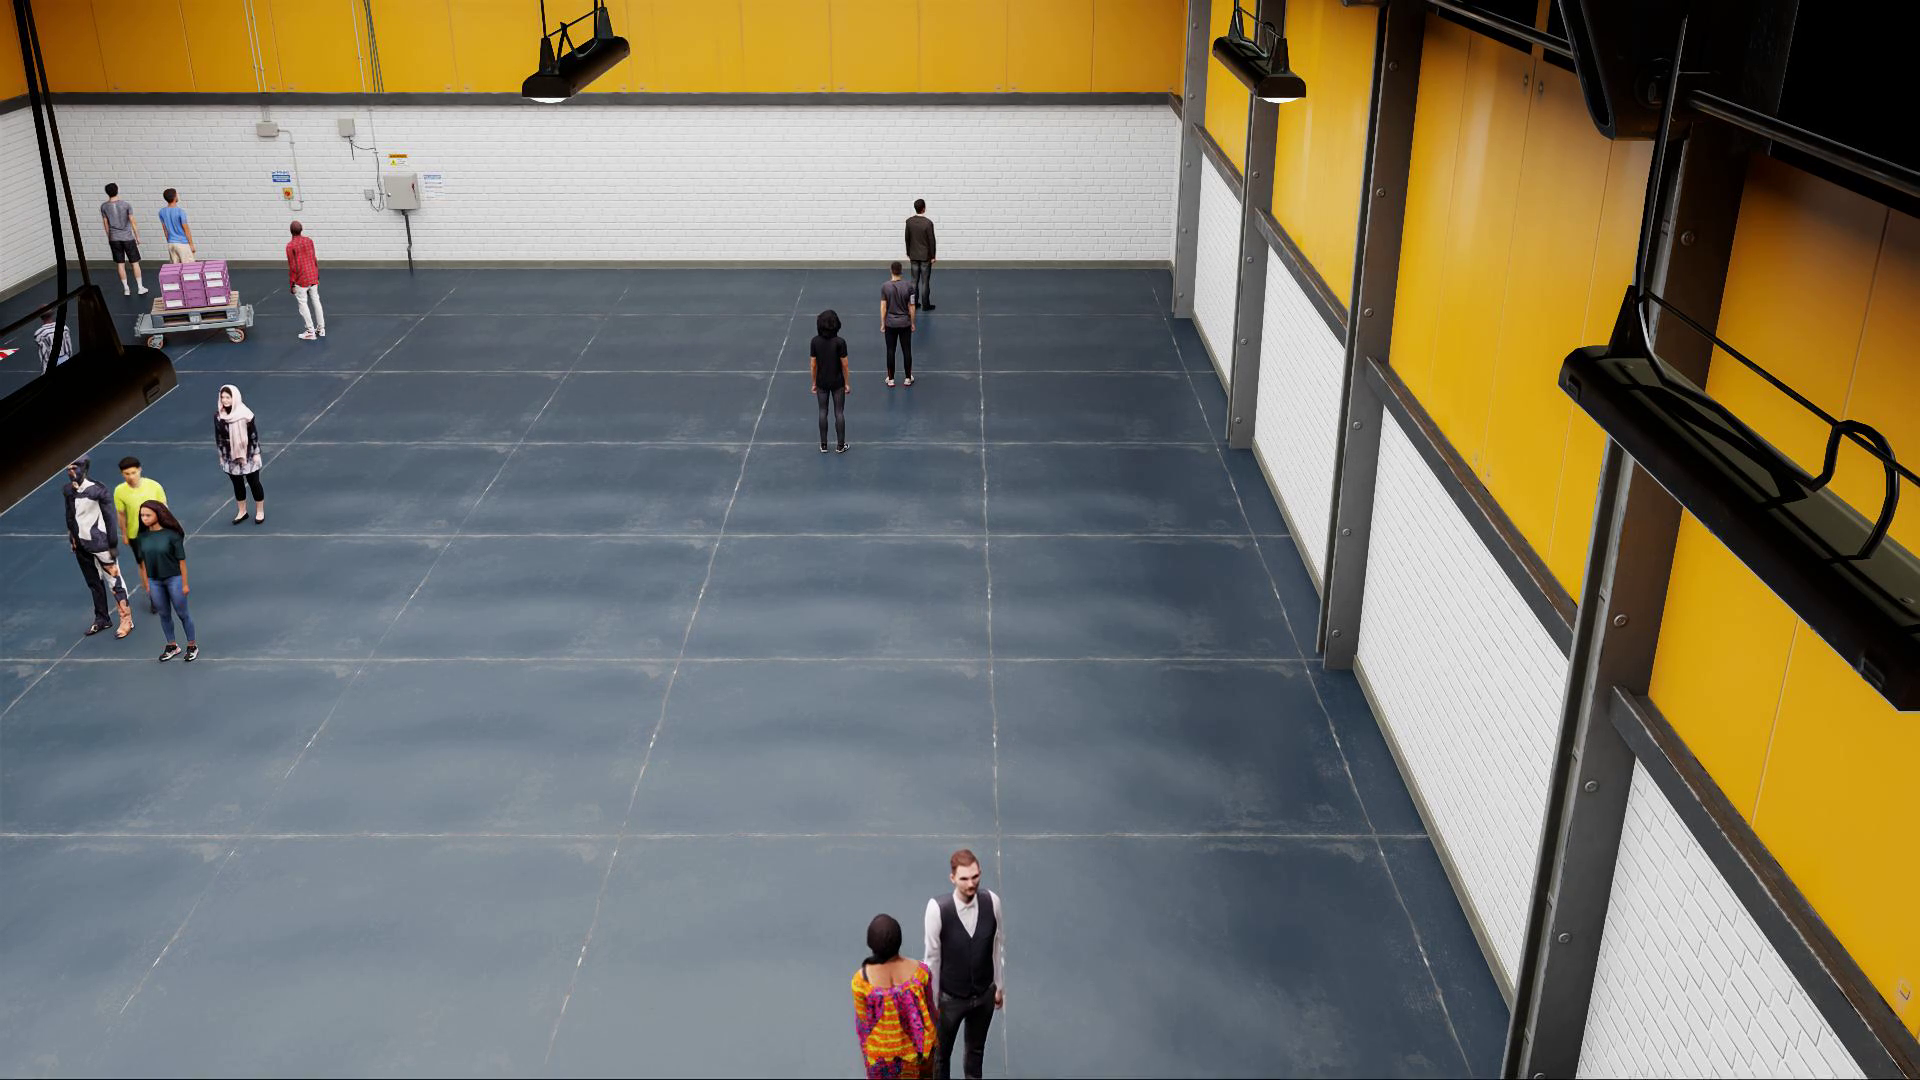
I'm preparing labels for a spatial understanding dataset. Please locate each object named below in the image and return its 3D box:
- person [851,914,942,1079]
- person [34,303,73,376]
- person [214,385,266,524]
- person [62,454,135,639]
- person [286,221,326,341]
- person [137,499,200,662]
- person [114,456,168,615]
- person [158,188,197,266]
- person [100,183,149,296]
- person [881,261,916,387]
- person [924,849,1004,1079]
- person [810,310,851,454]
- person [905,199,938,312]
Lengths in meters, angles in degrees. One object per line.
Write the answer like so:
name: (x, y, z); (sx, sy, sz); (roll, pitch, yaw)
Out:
person: (-0.375, 2.966, 9.758); (0.738, 1.652, 0.884); (-2, 24, -4)
person: (-11.526, -2.154, 21.292); (0.768, 1.795, 0.624); (10, 26, 22)
person: (-8.134, -0.979, 18.804); (0.616, 1.636, 0.597); (0, 24, -1)
person: (-8.412, 0.029, 16.176); (0.734, 1.893, 0.671); (6, 24, 12)
person: (-10.041, -4.001, 25.487); (0.813, 1.820, 0.711); (15, 28, 30)
person: (-7.506, 0.372, 15.738); (0.597, 1.616, 0.591); (1, 24, 2)
person: (-8.202, -0.109, 16.780); (0.867, 1.662, 0.971); (-16, 28, -32)
person: (-12.851, -4.852, 27.379); (0.695, 1.863, 0.632); (5, 24, 10)
person: (-13.999, -5.028, 27.772); (0.700, 1.871, 0.637); (-5, 24, -12)
person: (-0.880, -3.036, 23.351); (0.643, 1.763, 0.537); (-2, 24, -4)
person: (0.016, 2.696, 10.020); (0.734, 1.937, 0.705); (-9, 25, -20)
person: (-1.637, -1.997, 20.885); (0.666, 1.834, 0.560); (3, 24, 7)
person: (-0.639, -4.629, 26.942); (0.760, 1.804, 0.710); (11, 26, 24)
